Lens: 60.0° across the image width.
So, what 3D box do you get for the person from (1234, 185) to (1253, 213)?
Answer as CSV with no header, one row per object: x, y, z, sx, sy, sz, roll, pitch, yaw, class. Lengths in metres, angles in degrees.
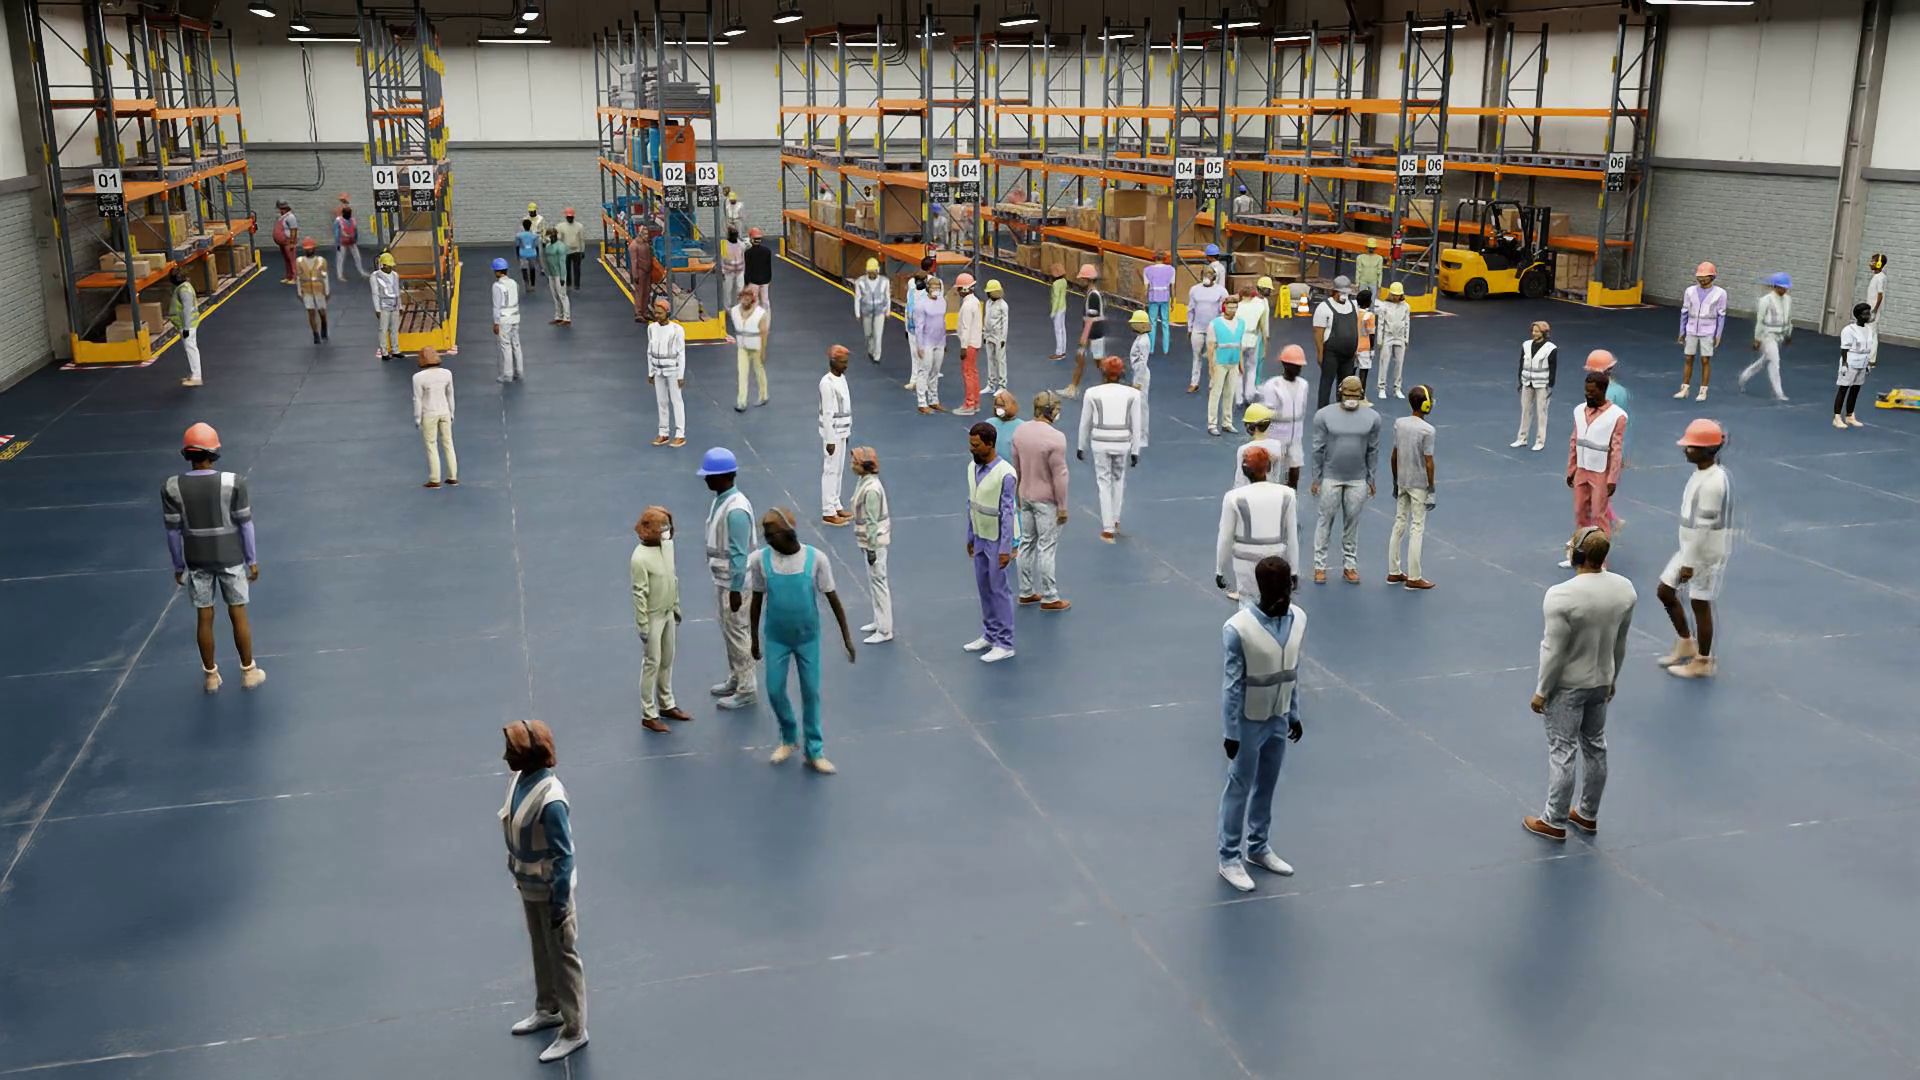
8.088,-9.164,47.617,0.603,1.938,0.402,-4,15,-15,person

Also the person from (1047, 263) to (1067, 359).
1.675,-3.910,28.426,0.286,1.636,0.499,6,16,20,person

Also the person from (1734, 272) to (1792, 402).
11.970,-3.041,24.666,0.649,1.903,0.908,-7,16,-24,person

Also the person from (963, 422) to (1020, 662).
0.252,-0.002,13.212,0.396,1.908,0.593,-9,17,-30,person

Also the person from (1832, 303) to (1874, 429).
12.078,-2.352,22.448,0.535,1.697,0.318,-6,16,-23,person

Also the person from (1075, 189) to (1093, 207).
3.783,-9.880,50.762,0.569,1.709,0.900,3,15,12,person

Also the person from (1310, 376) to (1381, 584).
3.513,-0.551,15.216,0.627,1.934,0.370,0,15,1,person

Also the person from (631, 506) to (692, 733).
-2.119,0.545,11.688,0.287,1.626,0.508,5,16,19,person

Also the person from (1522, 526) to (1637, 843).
3.679,0.856,9.910,0.630,1.940,0.372,-7,16,-23,person

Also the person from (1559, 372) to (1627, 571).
5.937,-0.633,15.584,0.407,1.908,0.597,-7,16,-25,person

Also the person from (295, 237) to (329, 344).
-11.736,-4.514,30.152,0.553,1.922,0.399,-4,15,-14,person

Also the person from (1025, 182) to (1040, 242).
2.239,-10.176,51.596,0.525,1.856,0.344,6,16,21,person

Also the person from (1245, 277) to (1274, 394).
4.534,-3.099,25.149,0.346,1.755,0.538,9,17,31,person

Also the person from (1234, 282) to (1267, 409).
4.111,-2.803,23.904,0.625,1.815,0.666,4,15,13,person

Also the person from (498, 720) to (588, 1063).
-1.926,1.600,7.684,0.314,1.640,0.516,-10,18,-33,person

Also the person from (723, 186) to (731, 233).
-6.839,-9.532,49.201,0.350,1.838,0.504,-1,15,-5,person

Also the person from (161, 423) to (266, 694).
-5.560,0.139,12.405,0.605,2.045,0.381,-3,15,-12,person

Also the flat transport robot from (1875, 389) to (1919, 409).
13.931,-1.986,23.802,1.431,0.197,0.652,8,17,28,flat transport robot

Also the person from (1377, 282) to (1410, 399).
6.426,-2.955,24.653,0.489,1.731,0.320,-3,15,-10,person

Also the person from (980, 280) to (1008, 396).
0.511,-3.028,24.917,0.311,1.735,0.484,-12,19,-37,person

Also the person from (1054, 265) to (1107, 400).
1.819,-3.004,24.303,0.948,2.001,0.622,-1,15,-3,person

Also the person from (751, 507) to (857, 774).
-1.024,0.647,10.937,0.694,1.828,0.440,-1,15,-2,person

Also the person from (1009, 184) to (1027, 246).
1.817,-9.734,49.897,0.674,1.860,0.949,-5,16,-17,person

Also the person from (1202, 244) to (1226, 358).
4.334,-4.087,28.516,0.416,1.939,0.610,8,17,28,person

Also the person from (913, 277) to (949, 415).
-0.398,-2.746,23.474,0.372,1.935,0.627,12,19,38,person

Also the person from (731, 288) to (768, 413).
-2.977,-2.711,23.688,0.568,1.759,1.050,5,16,17,person

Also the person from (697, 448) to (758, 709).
-1.677,0.272,12.119,0.422,1.933,0.622,-5,16,-18,person

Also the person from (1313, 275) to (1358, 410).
5.198,-2.627,22.823,0.684,2.000,0.535,-7,17,-25,person

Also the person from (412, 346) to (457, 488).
-6.006,-1.406,19.027,0.285,1.627,0.503,13,19,39,person

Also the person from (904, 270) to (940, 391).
-0.598,-3.188,25.319,0.637,1.840,0.429,11,19,37,person

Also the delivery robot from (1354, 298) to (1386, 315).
8.172,-4.643,33.078,0.707,0.478,0.477,9,17,30,delivery robot

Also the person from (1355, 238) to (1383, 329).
7.881,-4.944,32.090,0.518,1.757,0.340,1,15,3,person

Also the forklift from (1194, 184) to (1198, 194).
7.392,-11.333,53.972,1.873,2.768,1.129,-4,15,-15,forklift

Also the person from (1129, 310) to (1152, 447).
2.290,-2.067,21.285,0.294,1.744,0.485,1,15,3,person

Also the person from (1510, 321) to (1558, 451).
7.290,-1.954,21.055,0.313,1.642,0.513,-11,18,-35,person

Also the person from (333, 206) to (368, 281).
-14.959,-7.227,40.586,0.442,1.818,0.670,11,18,35,person

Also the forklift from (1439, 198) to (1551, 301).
11.913,-6.508,37.130,2.313,2.155,1.214,-4,15,-15,forklift

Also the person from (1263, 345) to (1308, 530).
3.326,-1.097,17.291,0.540,1.921,0.751,-6,16,-21,person

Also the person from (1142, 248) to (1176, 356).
3.436,-4.109,28.770,0.563,1.847,0.390,-1,15,-3,person
